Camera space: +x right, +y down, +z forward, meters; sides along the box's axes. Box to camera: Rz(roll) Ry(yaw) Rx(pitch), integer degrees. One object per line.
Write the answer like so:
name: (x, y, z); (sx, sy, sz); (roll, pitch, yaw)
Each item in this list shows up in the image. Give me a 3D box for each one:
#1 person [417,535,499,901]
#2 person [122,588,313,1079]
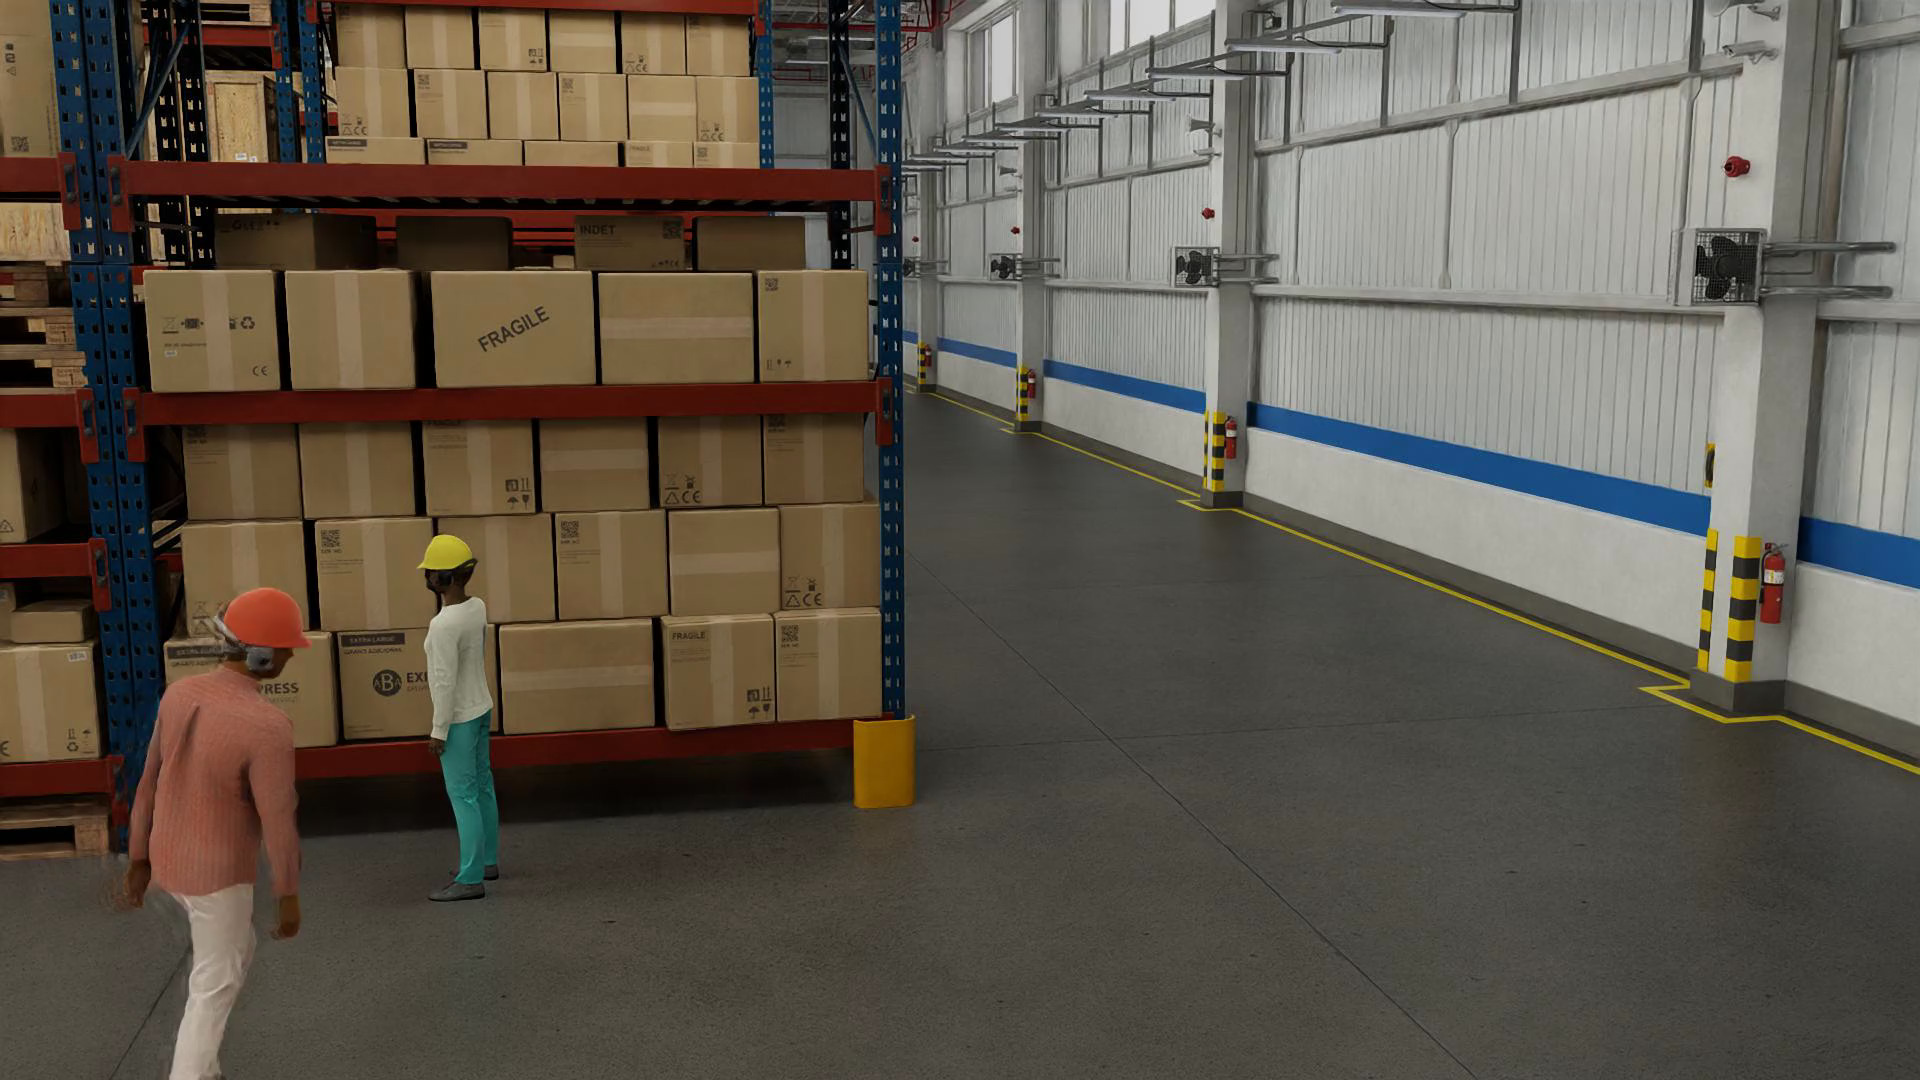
person: (-2.424, 0.850, 8.010); (0.316, 1.769, 0.525); (0, 9, 3)
person: (-2.539, 1.139, 5.739); (0.641, 1.934, 0.662); (6, 11, 33)
